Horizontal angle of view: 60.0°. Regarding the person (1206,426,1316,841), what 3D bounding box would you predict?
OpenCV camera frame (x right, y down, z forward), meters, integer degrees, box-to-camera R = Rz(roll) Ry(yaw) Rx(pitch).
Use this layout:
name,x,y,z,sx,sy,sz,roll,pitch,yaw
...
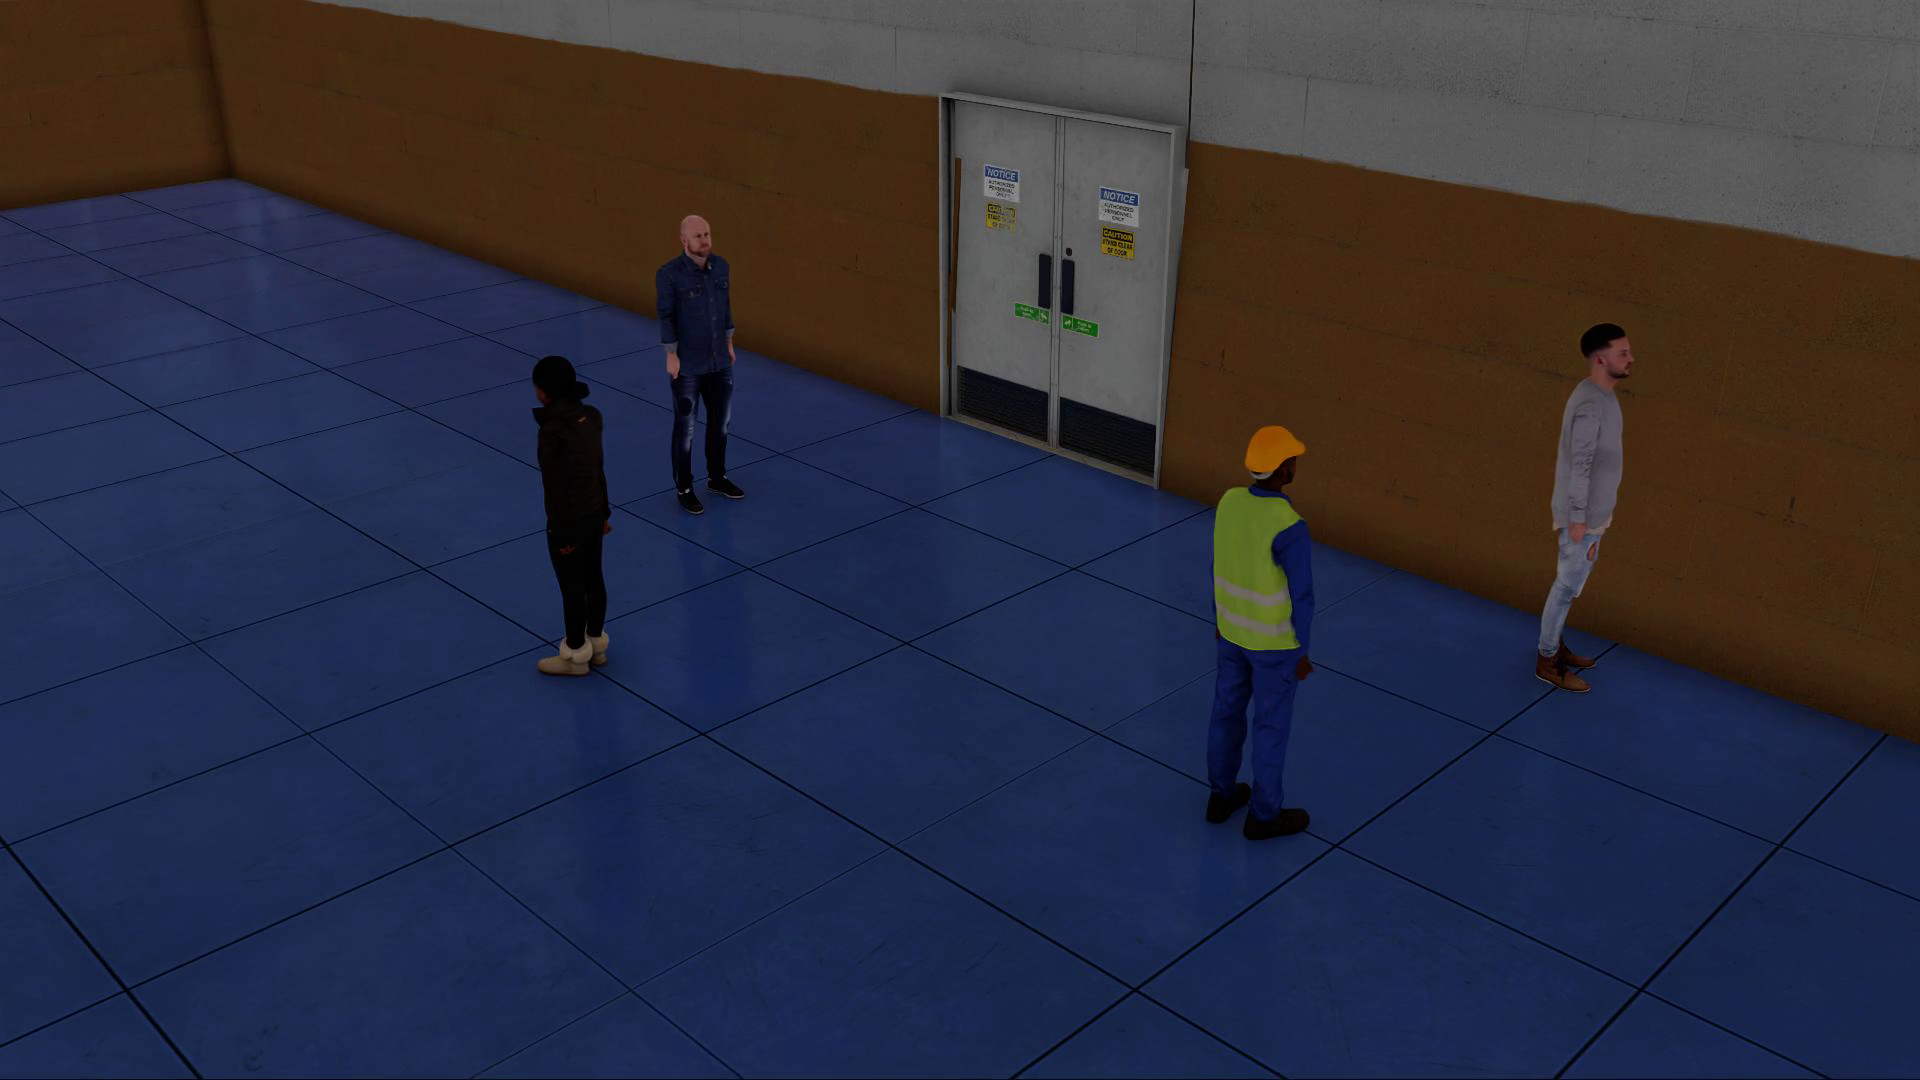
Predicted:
name,x,y,z,sx,sy,sz,roll,pitch,yaw
person,1.234,0.382,6.893,0.619,1.813,0.689,-17,29,-34

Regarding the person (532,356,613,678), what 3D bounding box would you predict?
name,x,y,z,sx,sy,sz,roll,pitch,yaw
person,-1.885,-0.103,8.192,0.719,1.661,0.653,1,24,2

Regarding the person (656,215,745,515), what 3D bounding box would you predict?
name,x,y,z,sx,sy,sz,roll,pitch,yaw
person,-1.602,-1.099,10.262,0.759,1.825,0.507,21,31,40

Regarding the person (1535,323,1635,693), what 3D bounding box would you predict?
name,x,y,z,sx,sy,sz,roll,pitch,yaw
person,3.050,-0.175,8.133,0.813,1.839,0.629,11,26,23
